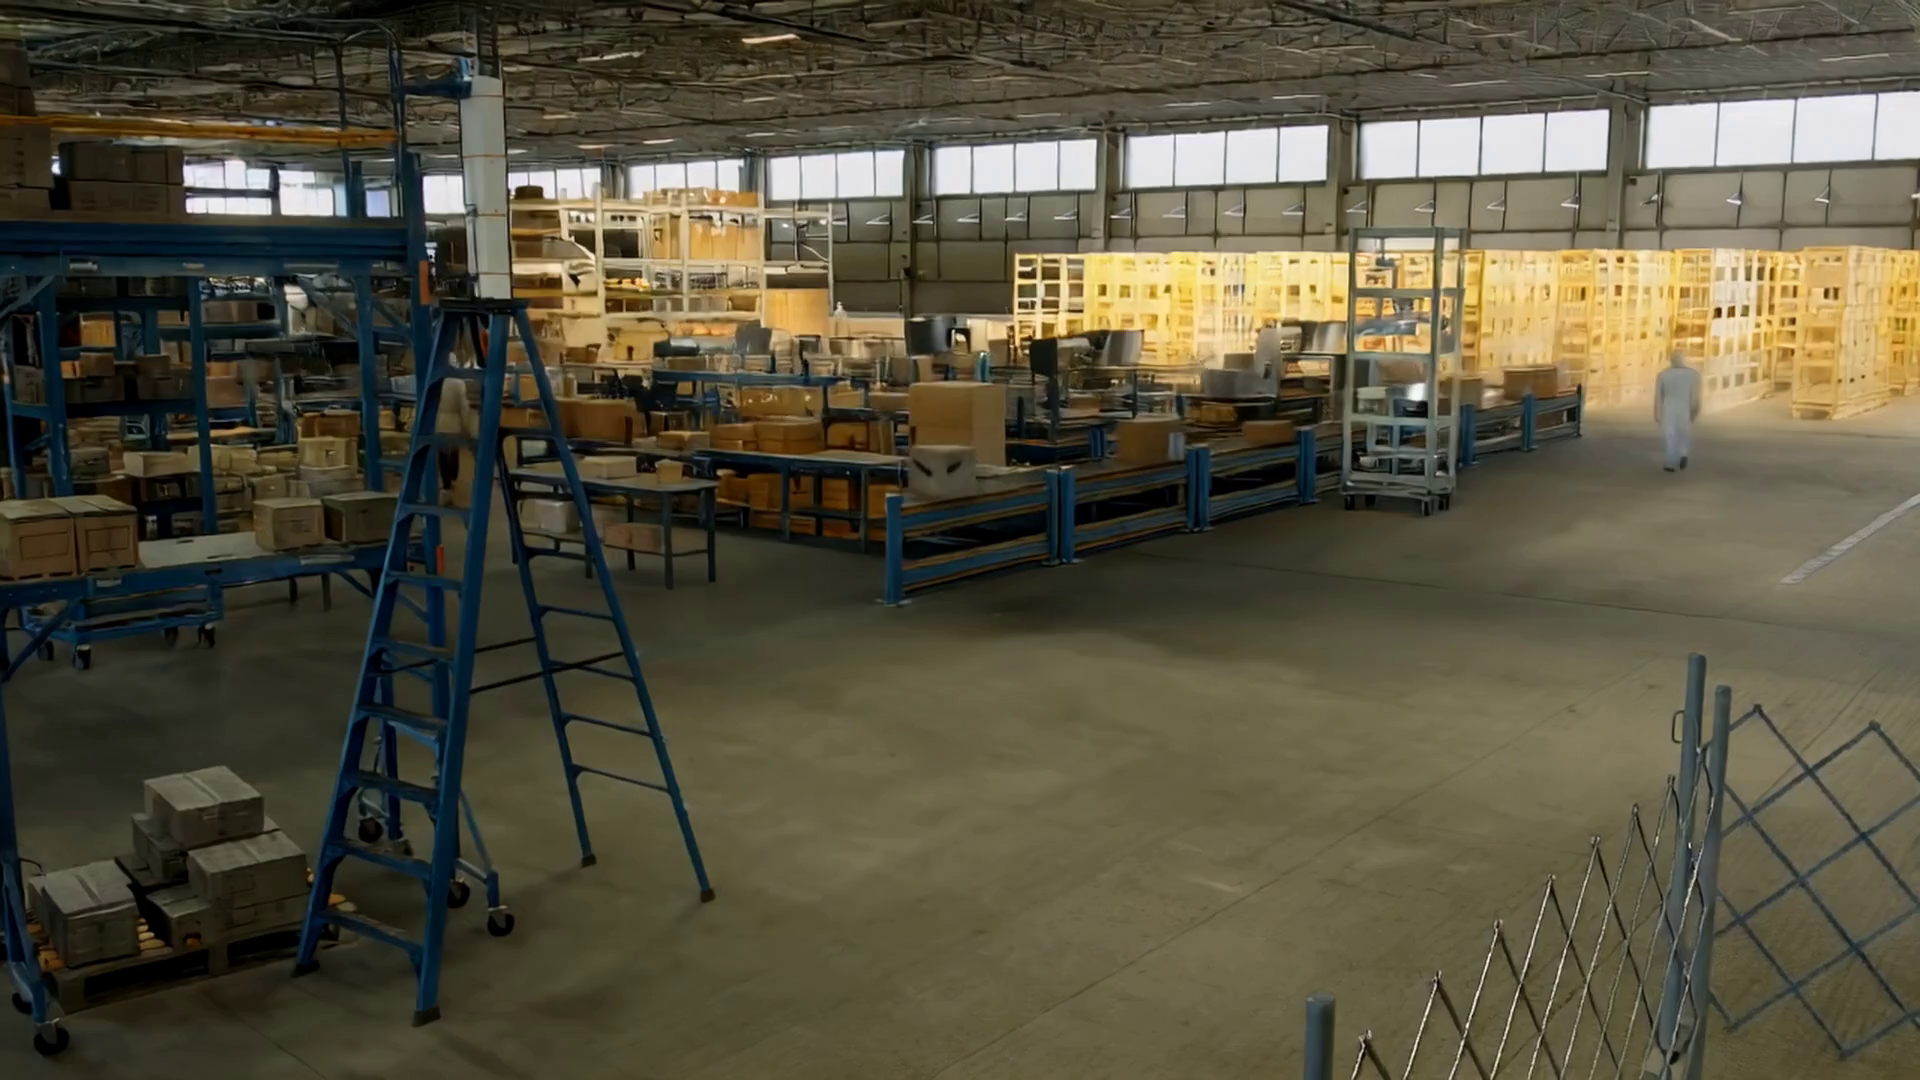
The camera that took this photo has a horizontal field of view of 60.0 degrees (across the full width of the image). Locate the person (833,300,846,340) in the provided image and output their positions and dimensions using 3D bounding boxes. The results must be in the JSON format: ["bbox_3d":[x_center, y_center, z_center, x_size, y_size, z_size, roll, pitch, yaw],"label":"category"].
[{"bbox_3d":[-4.807,-8.673,66.969,0.631,1.976,0.695,8,12,41],"label":"person"}]

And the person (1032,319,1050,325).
[{"bbox_3d":[2.514,-6.162,51.395,0.603,1.946,0.389,-2,9,-10],"label":"person"}]

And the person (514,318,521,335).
[{"bbox_3d":[-13.787,-6.041,51.521,0.543,1.666,0.803,1,9,9],"label":"person"}]

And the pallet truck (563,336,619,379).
[{"bbox_3d":[-10.690,-5.294,48.215,1.601,1.201,0.680,-5,10,-26],"label":"pallet truck"}]

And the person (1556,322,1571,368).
[{"bbox_3d":[16.621,-5.142,45.474,0.595,1.810,0.866,-7,11,-37],"label":"person"}]

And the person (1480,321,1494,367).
[{"bbox_3d":[14.836,-5.390,46.983,0.556,1.810,0.618,5,10,29],"label":"person"}]

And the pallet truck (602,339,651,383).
[{"bbox_3d":[-8.991,-4.871,45.351,0.653,1.274,1.630,7,11,37],"label":"pallet truck"}]

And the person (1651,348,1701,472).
[{"bbox_3d":[10.966,-1.991,25.555,0.647,1.889,0.521,0,9,1],"label":"person"}]

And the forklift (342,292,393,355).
[{"bbox_3d":[-16.485,-5.622,45.120,1.129,2.768,1.873,7,11,37],"label":"forklift"}]

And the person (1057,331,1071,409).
[{"bbox_3d":[2.287,-3.701,36.601,0.309,1.769,0.524,5,11,31],"label":"person"}]

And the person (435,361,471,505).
[{"bbox_3d":[-6.824,-1.485,21.965,0.635,2.017,0.707,-5,10,-28],"label":"person"}]

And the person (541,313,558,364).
[{"bbox_3d":[-13.690,-6.715,55.556,0.530,1.720,0.918,7,11,36],"label":"person"}]

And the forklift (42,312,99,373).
[{"bbox_3d":[-23.779,-5.451,44.052,1.873,2.768,1.129,7,11,36],"label":"forklift"}]

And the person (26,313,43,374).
[{"bbox_3d":[-26.318,-5.472,47.144,0.544,1.919,0.647,8,12,41],"label":"person"}]
